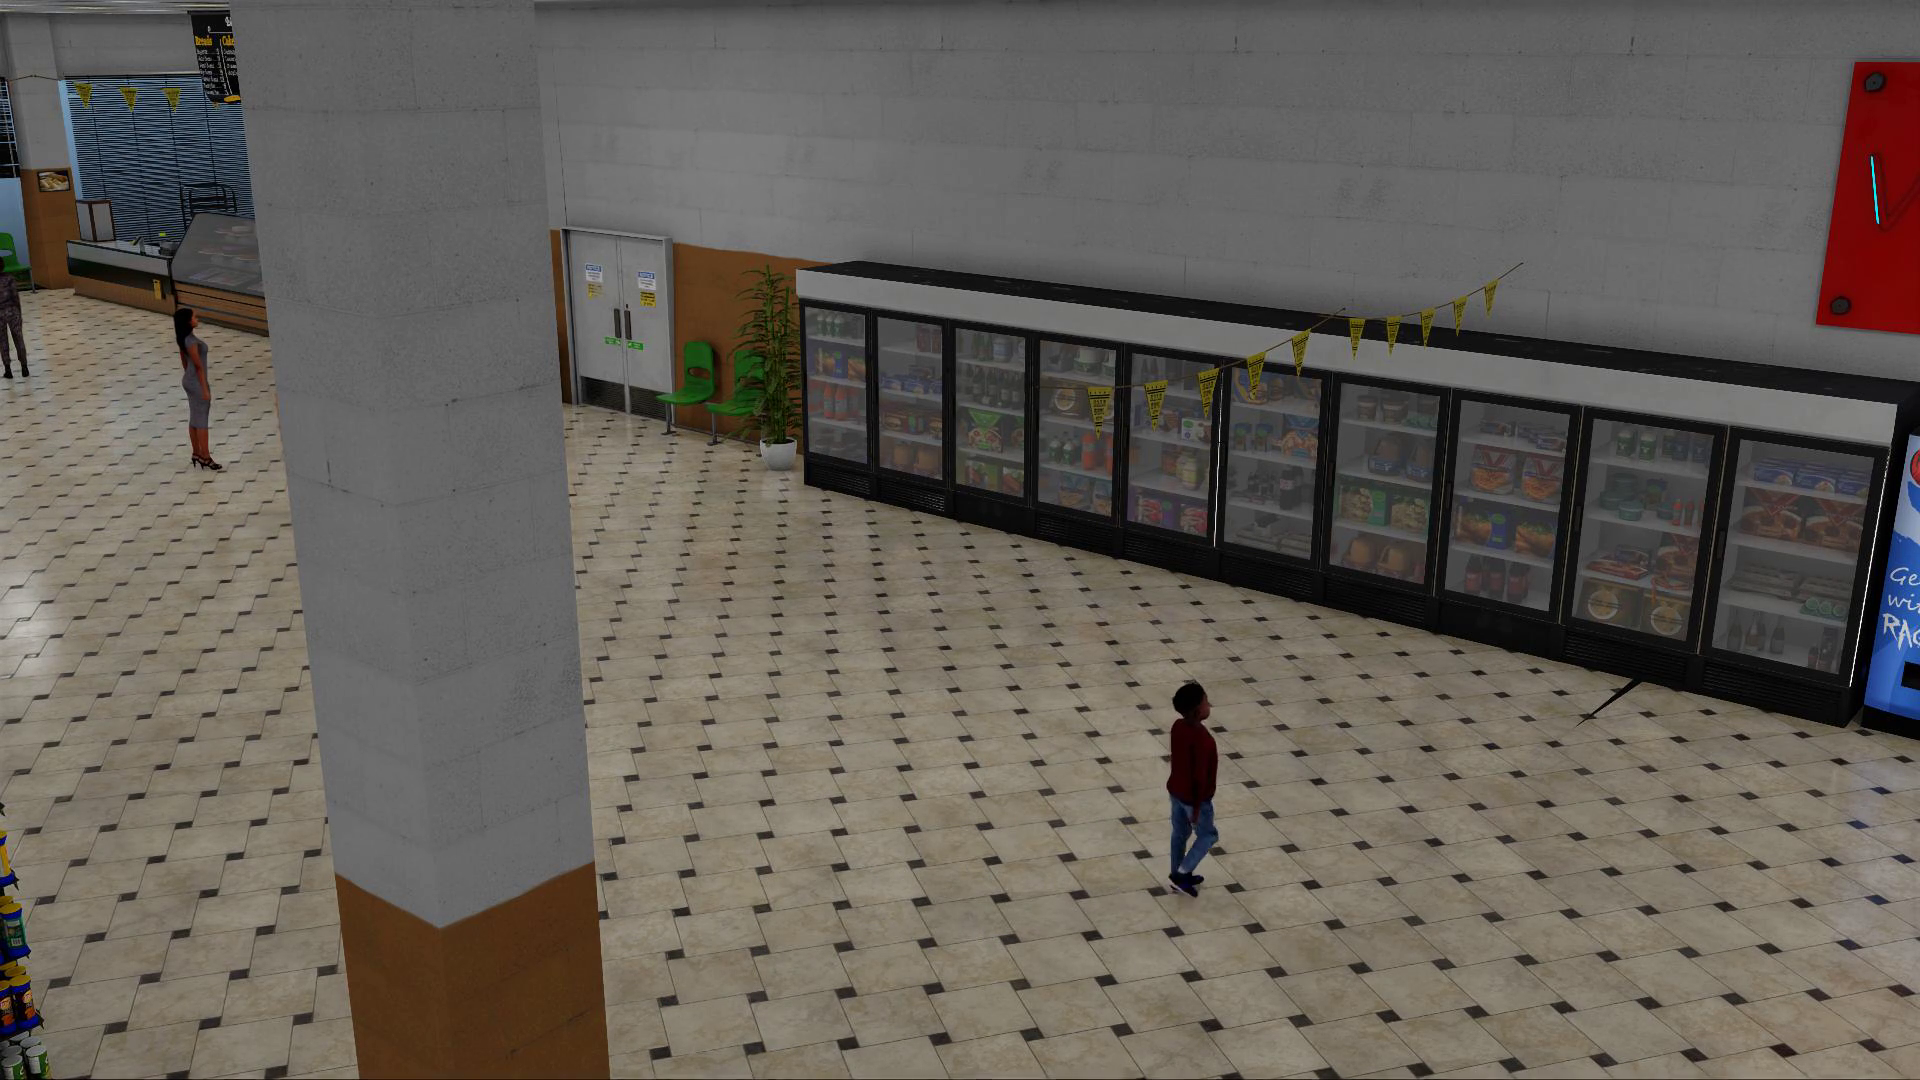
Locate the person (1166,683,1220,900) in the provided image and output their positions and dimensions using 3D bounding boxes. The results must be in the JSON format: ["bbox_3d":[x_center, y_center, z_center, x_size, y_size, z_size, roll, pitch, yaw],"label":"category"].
[{"bbox_3d":[1.218,1.388,9.145,0.632,1.247,0.591,-8,18,-23],"label":"person"}]

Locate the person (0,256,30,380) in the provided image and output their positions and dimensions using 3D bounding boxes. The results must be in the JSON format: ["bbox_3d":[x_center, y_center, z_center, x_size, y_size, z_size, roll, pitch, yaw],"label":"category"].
[{"bbox_3d":[-13.303,-3.117,23.179,0.590,1.713,0.700,-11,20,-32],"label":"person"}]

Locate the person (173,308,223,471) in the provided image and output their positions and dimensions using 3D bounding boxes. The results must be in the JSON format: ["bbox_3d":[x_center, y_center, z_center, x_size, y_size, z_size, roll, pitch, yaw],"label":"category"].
[{"bbox_3d":[-8.391,-1.658,18.258,0.554,1.781,0.611,-15,22,-40],"label":"person"}]
